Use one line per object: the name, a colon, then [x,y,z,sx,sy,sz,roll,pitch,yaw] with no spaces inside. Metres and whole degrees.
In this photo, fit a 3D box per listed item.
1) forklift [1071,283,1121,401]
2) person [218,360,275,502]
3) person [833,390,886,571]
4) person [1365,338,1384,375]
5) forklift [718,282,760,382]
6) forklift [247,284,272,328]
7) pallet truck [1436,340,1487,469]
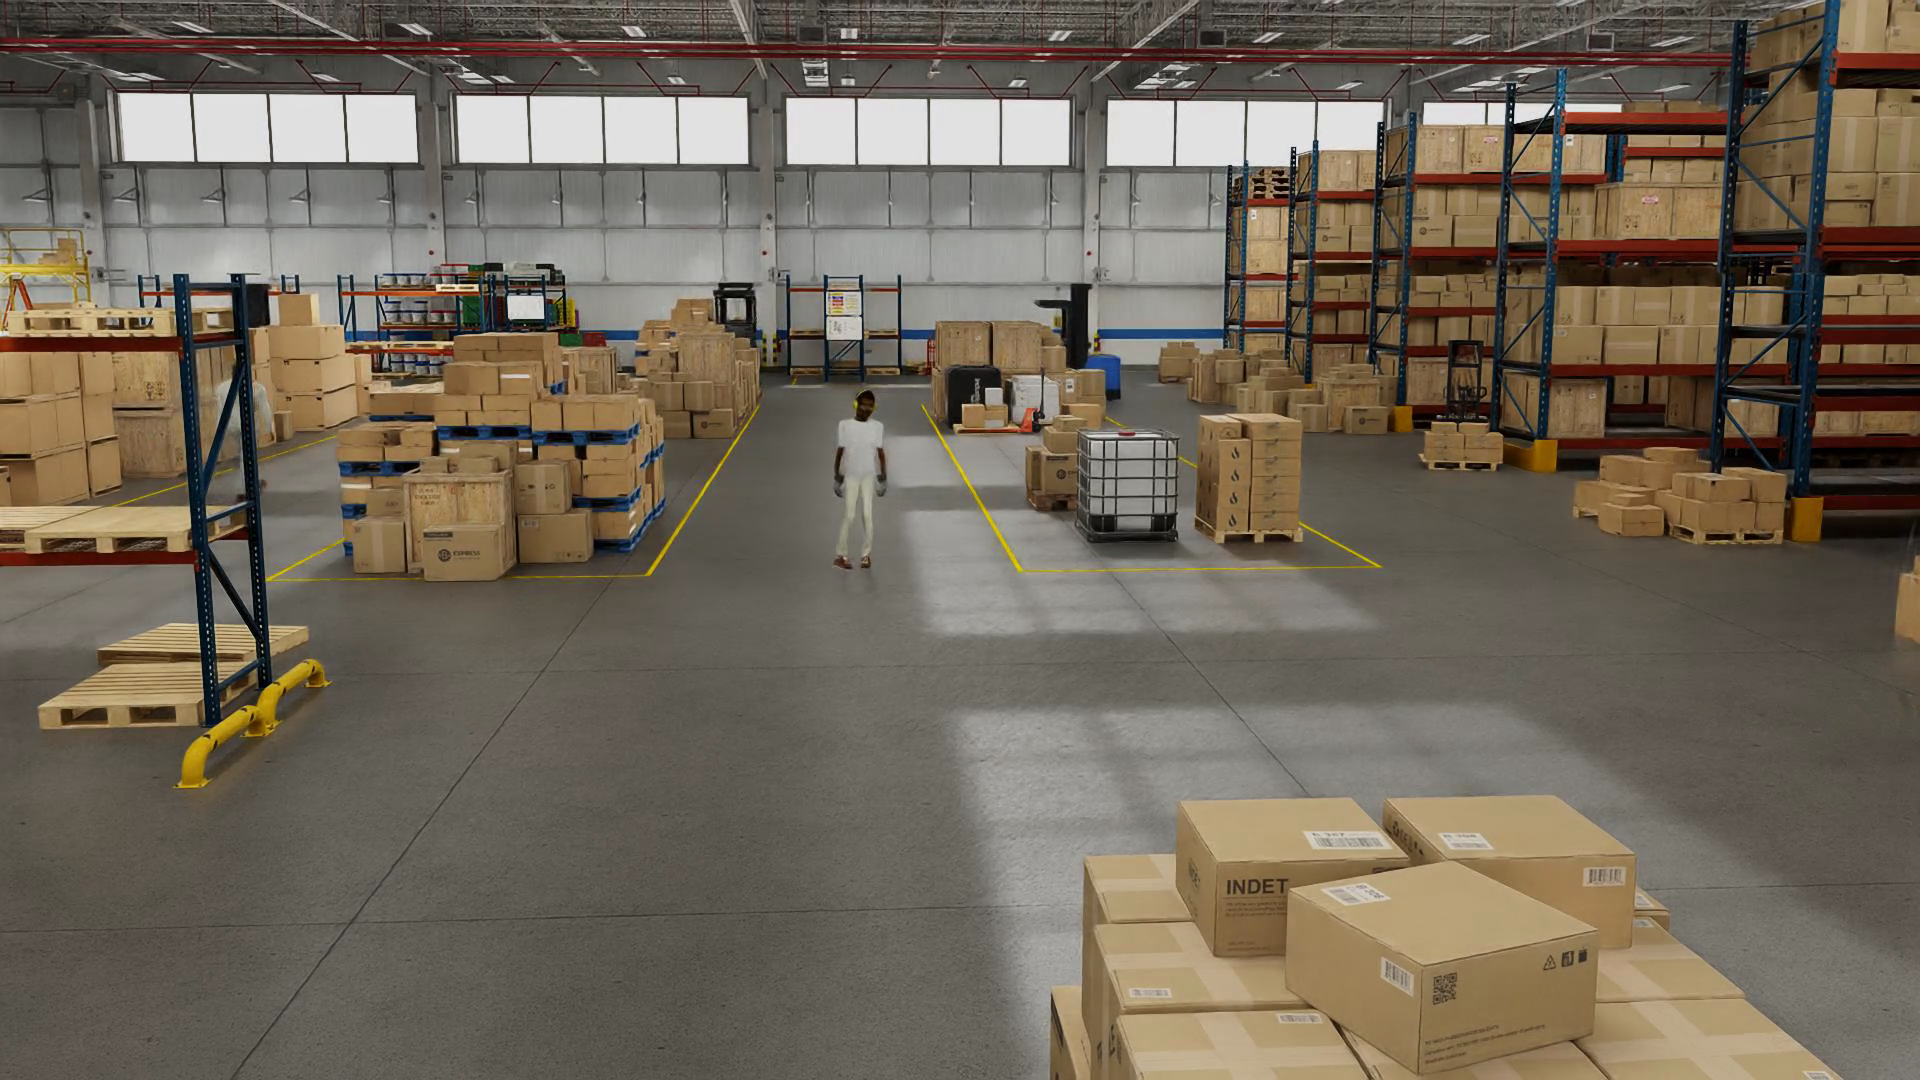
forklift: [2.877,-4.745,39.826,1.873,2.768,1.129,-1,9,-4]
person: [-9.605,-1.489,22.486,0.658,1.882,1.019,1,9,4]
person: [-1.041,-0.614,17.129,0.561,1.851,0.430,-3,10,-19]
person: [9.322,-3.742,37.409,0.306,1.639,0.523,-7,11,-36]
forklift: [-6.056,-5.590,45.133,1.129,2.768,1.873,-1,9,-4]
forklift: [-16.080,-4.509,38.341,1.873,2.768,1.129,-2,9,-12]
pallet truck: [8.004,-2.170,26.422,0.823,1.965,1.885,2,9,14]
